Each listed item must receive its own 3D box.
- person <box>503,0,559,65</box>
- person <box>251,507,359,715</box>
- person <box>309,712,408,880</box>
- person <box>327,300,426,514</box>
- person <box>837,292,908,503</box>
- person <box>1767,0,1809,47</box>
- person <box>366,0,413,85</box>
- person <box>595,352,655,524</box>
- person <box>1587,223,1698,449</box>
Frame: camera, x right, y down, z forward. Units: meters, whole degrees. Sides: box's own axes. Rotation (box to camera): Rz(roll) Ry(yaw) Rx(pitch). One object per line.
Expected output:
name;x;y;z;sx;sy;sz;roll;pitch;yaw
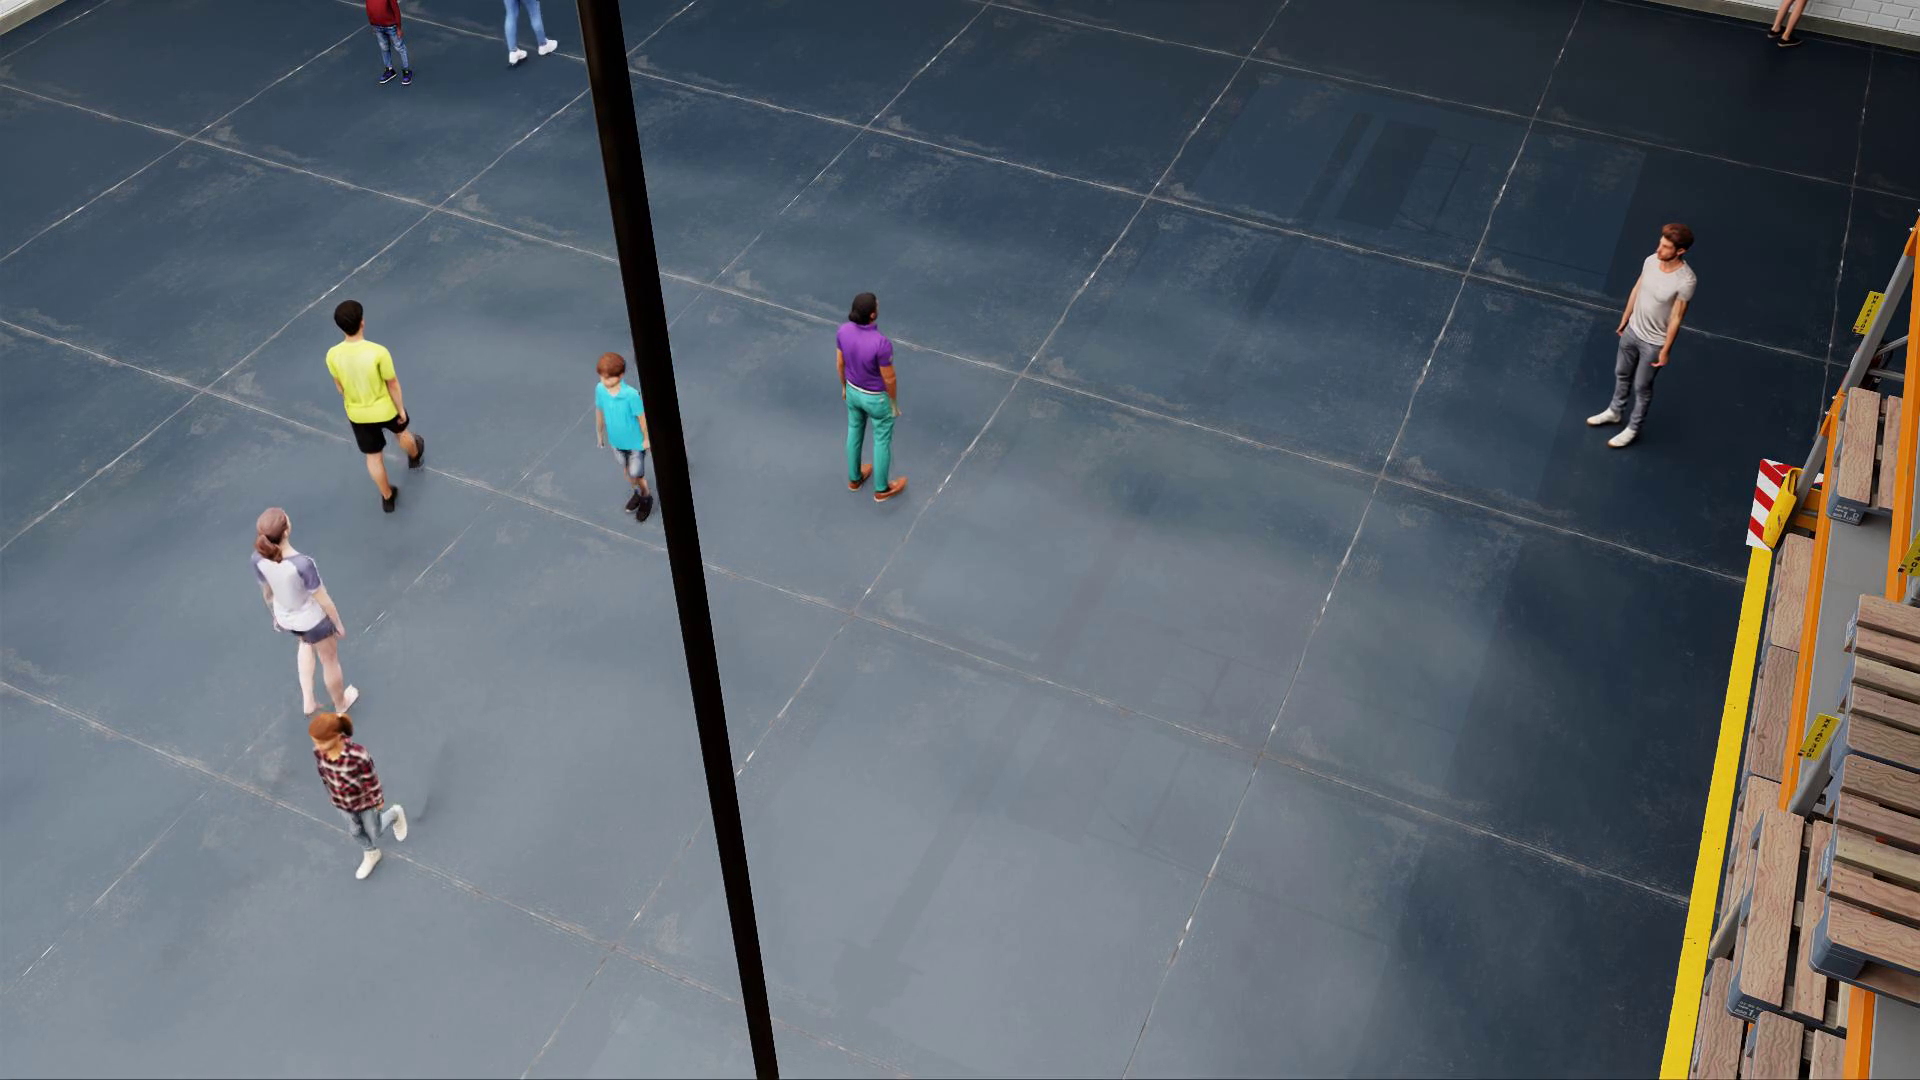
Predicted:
person;-4.578;-5.687;17.044;0.645;1.626;0.791;20;47;20
person;-4.148;0.536;10.416;0.662;1.758;0.718;8;44;8
person;-3.537;1.442;9.803;0.608;1.291;0.733;9;44;9
person;-4.249;-0.913;11.993;0.935;1.681;1.067;-6;44;-7
person;-0.668;-1.047;12.071;0.651;1.767;0.566;23;48;22
person;8.848;-5.950;17.369;0.695;1.558;0.619;-9;44;-9
person;-5.822;-5.255;16.859;0.547;1.256;0.551;8;44;8
person;-2.380;-0.801;12.052;0.533;1.438;0.532;17;46;17
person;5.195;-1.553;12.515;0.795;1.888;0.753;-17;46;-17
